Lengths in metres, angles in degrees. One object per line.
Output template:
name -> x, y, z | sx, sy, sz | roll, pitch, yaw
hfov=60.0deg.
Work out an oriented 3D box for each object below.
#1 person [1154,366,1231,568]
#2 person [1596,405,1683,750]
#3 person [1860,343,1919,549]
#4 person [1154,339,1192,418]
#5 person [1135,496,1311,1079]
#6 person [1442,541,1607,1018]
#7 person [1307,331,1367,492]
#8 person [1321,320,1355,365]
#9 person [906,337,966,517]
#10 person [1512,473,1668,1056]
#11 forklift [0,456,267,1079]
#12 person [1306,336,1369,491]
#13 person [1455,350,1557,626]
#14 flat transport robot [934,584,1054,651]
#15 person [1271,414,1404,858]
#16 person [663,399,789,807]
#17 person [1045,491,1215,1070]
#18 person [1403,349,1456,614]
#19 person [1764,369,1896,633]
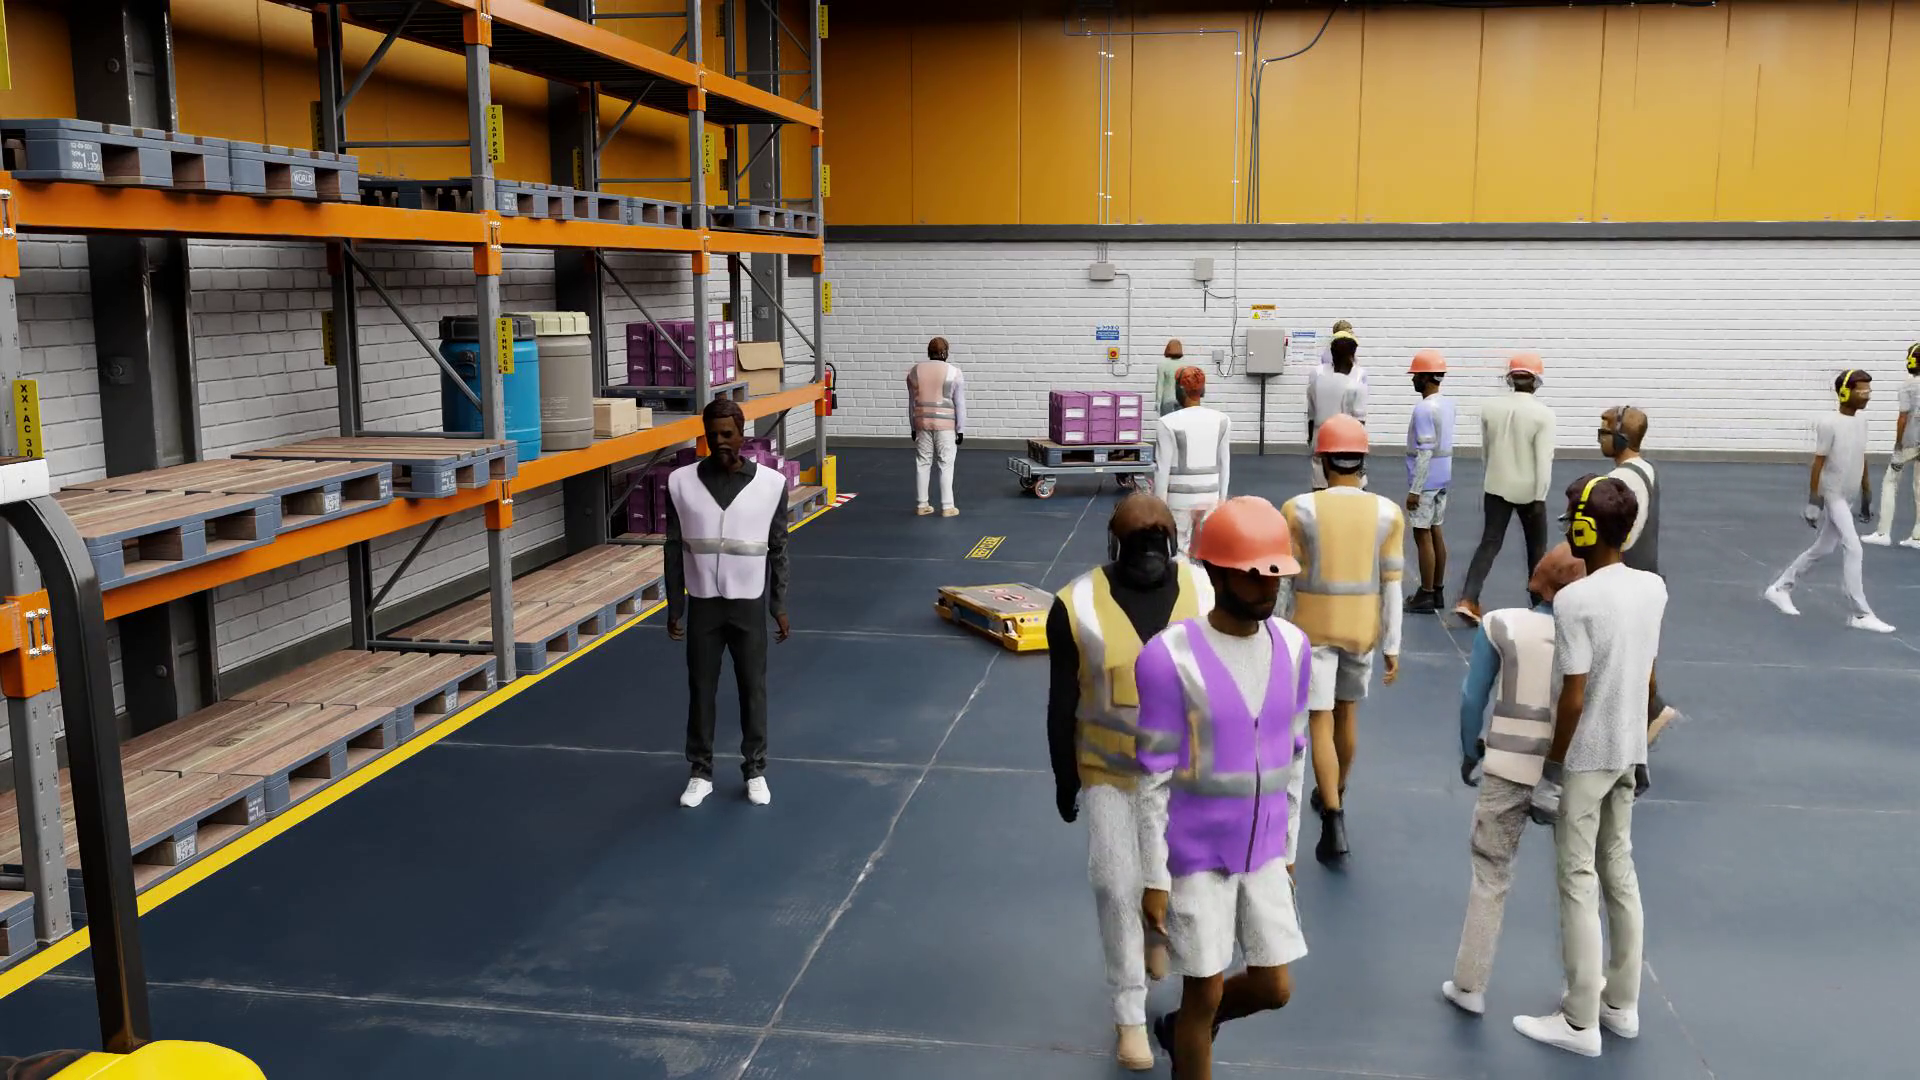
person -> 1.556, -0.235, 11.220 | 0.575, 1.876, 0.340 | -4, 10, -23
person -> 3.431, 0.223, 8.526 | 0.524, 1.829, 0.522 | 8, 12, 42
person -> 8.591, -0.854, 15.097 | 0.552, 1.859, 0.566 | -2, 9, -12
person -> 2.799, -1.824, 21.800 | 0.520, 1.627, 0.533 | -3, 10, -16
person -> 0.691, 0.818, 4.554 | 0.544, 1.925, 0.556 | -4, 10, -24
person -> 1.952, 0.804, 5.604 | 0.534, 1.618, 0.406 | 3, 10, 18
person -> 3.695, -1.083, 16.303 | 0.584, 1.919, 0.382 | -1, 9, -4
person -> 4.395, -1.580, 19.307 | 0.357, 1.938, 0.637 | 6, 11, 34
person -> -0.232, -1.151, 17.004 | 0.619, 1.836, 0.430 | 3, 10, 19
person -> 2.036, 0.719, 5.353 | 0.533, 1.864, 0.310 | -6, 11, -33
forklift -> -2.328, 0.975, 2.765 | 2.313, 2.155, 1.214 | 1, 9, 9
person -> 3.329, -0.782, 14.354 | 0.634, 1.940, 0.789 | 9, 13, 44
person -> 3.883, -0.355, 11.741 | 0.955, 1.961, 0.614 | -9, 13, -43
flat transport robot -> 0.389, 0.509, 11.552 | 0.652, 0.197, 1.431 | -4, 10, -23
person -> 1.651, 0.404, 7.240 | 0.544, 1.900, 0.943 | -1, 9, -3
person -> -1.092, 0.295, 7.818 | 0.599, 1.921, 0.395 | -1, 9, -3
person -> 0.585, 0.730, 5.402 | 0.628, 1.827, 0.625 | -1, 9, -4
person -> 3.404, -0.427, 12.199 | 0.362, 1.935, 0.553 | 6, 11, 35
person -> 6.234, -0.310, 11.831 | 0.536, 1.826, 0.966 | -6, 11, -33
